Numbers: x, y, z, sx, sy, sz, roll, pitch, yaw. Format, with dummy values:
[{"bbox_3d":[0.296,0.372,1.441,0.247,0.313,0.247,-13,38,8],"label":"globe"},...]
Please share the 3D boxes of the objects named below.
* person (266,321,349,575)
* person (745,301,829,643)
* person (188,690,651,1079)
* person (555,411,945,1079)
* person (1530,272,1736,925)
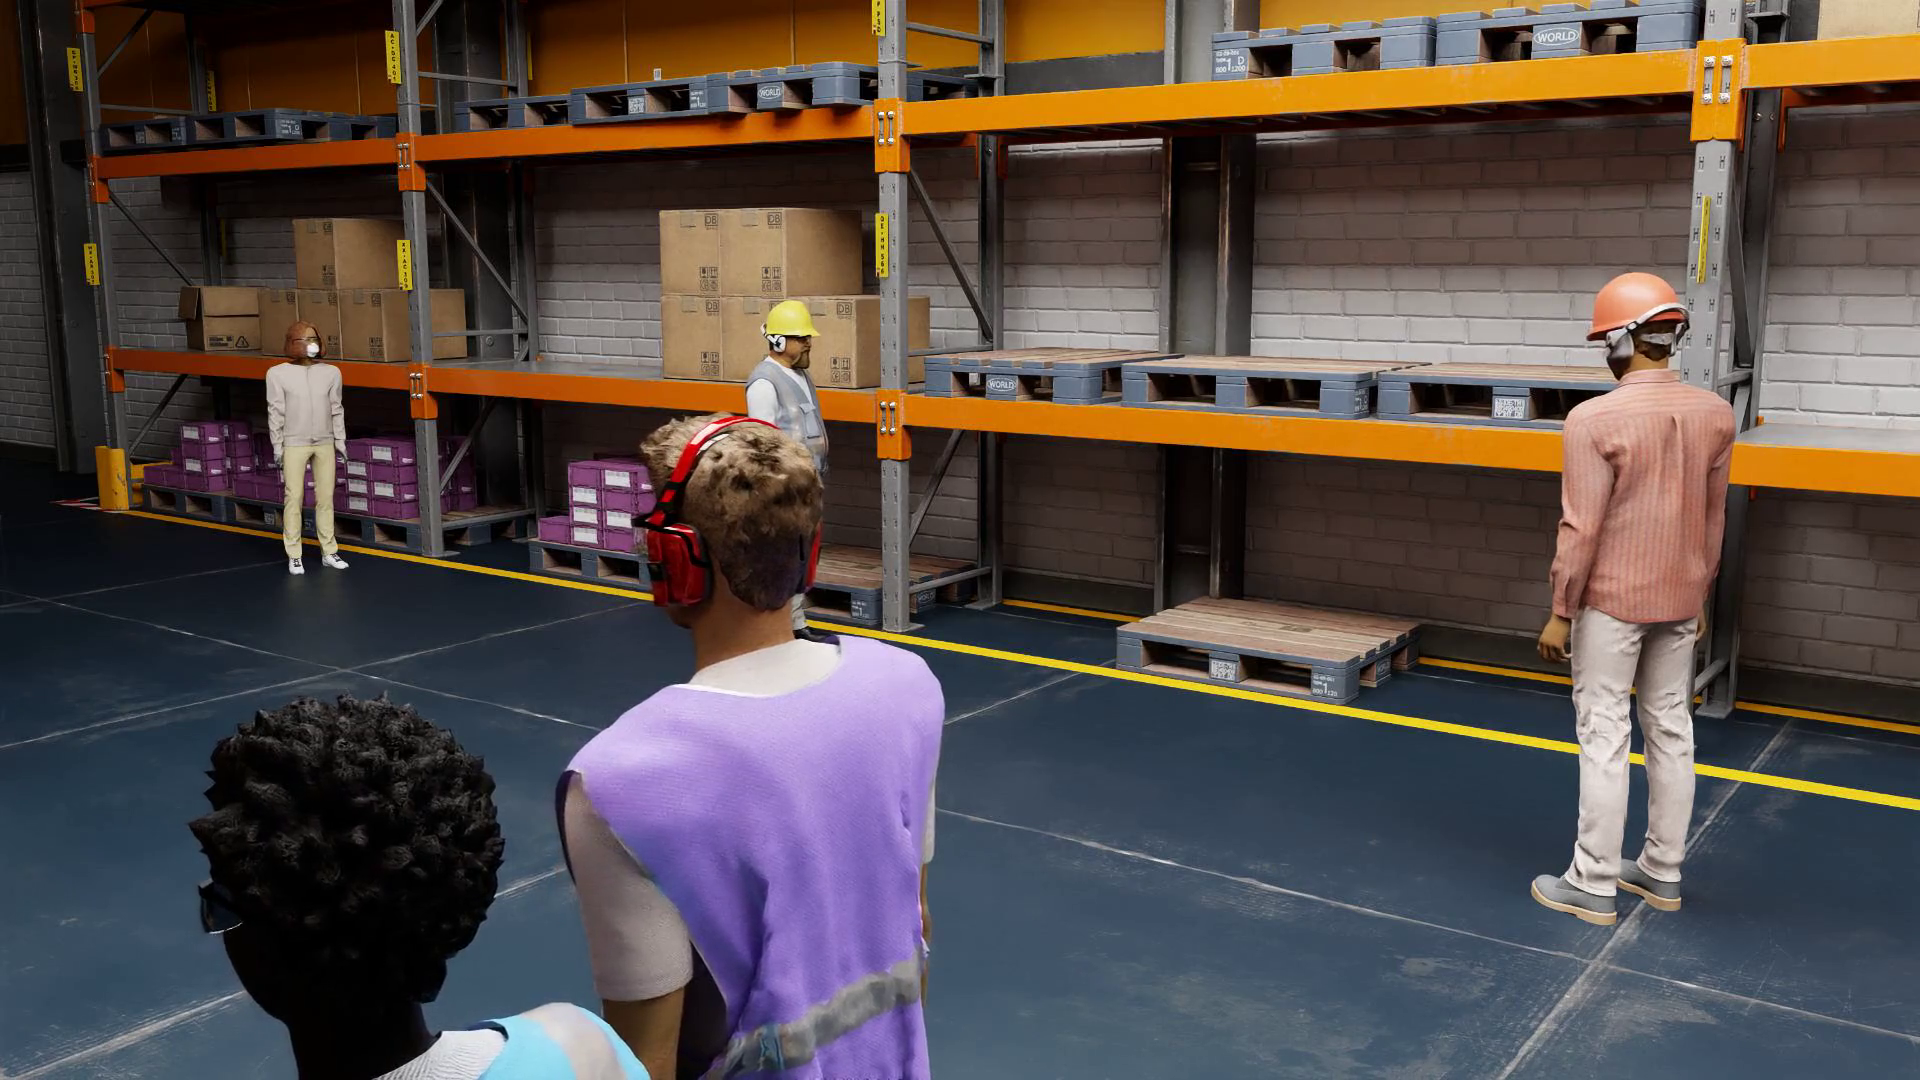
[{"bbox_3d":[-4.235,-0.602,10.826,0.500,1.636,0.282,-9,13,-43],"label":"person"},{"bbox_3d":[-0.874,-0.307,8.529,0.403,1.824,0.585,2,10,15],"label":"person"},{"bbox_3d":[-0.454,0.956,1.367,0.320,1.697,0.532,5,11,28],"label":"person"},{"bbox_3d":[-0.230,0.768,2.037,0.388,1.847,0.563,7,12,38],"label":"person"},{"bbox_3d":[2.049,0.185,5.098,0.608,1.986,0.389,-4,10,-21],"label":"person"}]
